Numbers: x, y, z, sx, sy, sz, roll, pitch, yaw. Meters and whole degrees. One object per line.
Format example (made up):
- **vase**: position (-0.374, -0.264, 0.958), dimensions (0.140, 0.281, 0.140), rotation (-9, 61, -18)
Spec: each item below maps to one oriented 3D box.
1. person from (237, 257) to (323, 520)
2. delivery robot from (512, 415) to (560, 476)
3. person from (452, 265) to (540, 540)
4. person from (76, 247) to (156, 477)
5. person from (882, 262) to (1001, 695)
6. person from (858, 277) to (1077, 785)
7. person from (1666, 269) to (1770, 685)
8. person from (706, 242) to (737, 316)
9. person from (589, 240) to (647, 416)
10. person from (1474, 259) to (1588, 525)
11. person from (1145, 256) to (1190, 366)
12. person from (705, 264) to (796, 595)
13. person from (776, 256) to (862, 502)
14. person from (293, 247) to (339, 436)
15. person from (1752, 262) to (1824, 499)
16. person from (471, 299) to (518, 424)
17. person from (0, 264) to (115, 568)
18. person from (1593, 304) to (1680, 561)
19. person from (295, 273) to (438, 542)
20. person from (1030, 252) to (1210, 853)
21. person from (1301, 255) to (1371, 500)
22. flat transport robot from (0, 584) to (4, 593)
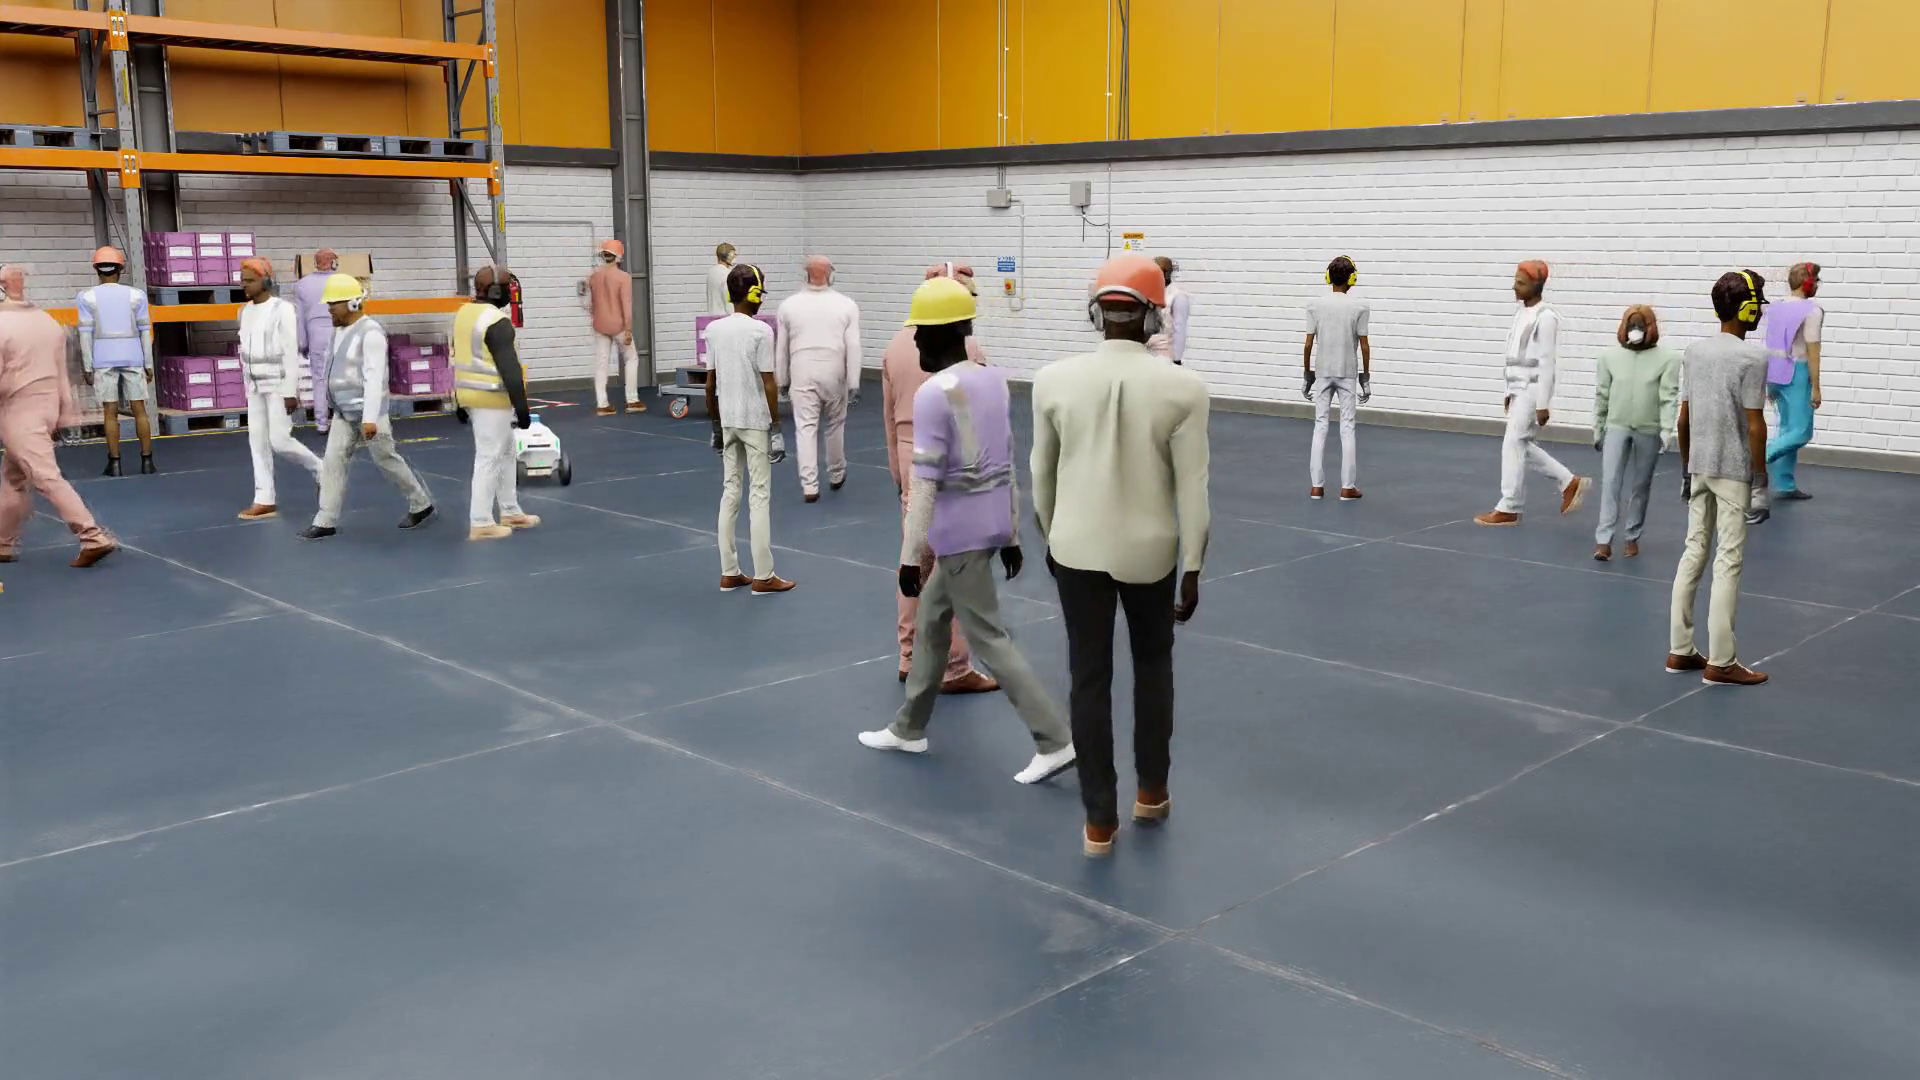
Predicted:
- **person**: position (-4.886, -1.084, 11.920), dimensions (0.600, 1.874, 0.629), rotation (7, 12, 32)
- **delivery robot**: position (-3.481, -0.780, 13.594), dimensions (0.477, 0.478, 0.707), rotation (-4, 11, -20)
- **person**: position (-3.054, -0.922, 11.176), dimensions (0.703, 1.818, 0.651), rotation (-9, 13, -39)
- **person**: position (-7.113, -1.497, 14.027), dimensions (0.547, 1.924, 0.391), rotation (-7, 12, -33)
- **person**: position (-0.059, -0.272, 7.405), dimensions (0.403, 1.903, 0.652), rotation (-8, 13, -37)
- **person**: position (0.055, -0.037, 6.215), dimensions (0.991, 1.879, 0.596), rotation (5, 11, 24)
- **person**: position (3.467, -0.279, 7.532), dimensions (0.328, 1.872, 0.512), rotation (-4, 11, -19)
- **person**: position (-2.821, -2.576, 19.876), dimensions (0.371, 1.936, 0.629), rotation (-6, 12, -30)
- **person**: position (-3.889, -2.403, 18.848), dimensions (0.641, 1.957, 0.810), rotation (5, 11, 24)
- **person**: position (4.008, -1.012, 11.551), dimensions (0.704, 1.864, 0.590), rotation (1, 10, 4)
- **person**: position (1.933, -1.790, 15.873), dimensions (0.529, 1.827, 0.636), rotation (-7, 12, -33)
- **person**: position (-1.205, -0.621, 9.416), dimensions (0.518, 1.865, 0.328), rotation (6, 12, 31)
- **person**: position (-1.083, -1.255, 12.886), dimensions (0.669, 1.850, 0.980), rotation (0, 10, 2)
- **person**: position (-6.371, -2.008, 16.867), dimensions (0.651, 1.904, 0.403), rotation (-1, 10, -5)
- **person**: position (6.251, -1.186, 12.595), dimensions (0.620, 1.829, 0.586), rotation (-1, 10, -5)
- **person**: position (-4.932, -2.003, 17.628), dimensions (0.542, 1.614, 0.663), rotation (2, 11, 10)
- **person**: position (-5.668, -0.739, 10.103), dimensions (1.035, 1.858, 0.650), rotation (1, 10, 4)
- **person**: position (4.149, -0.646, 10.263), dimensions (0.505, 1.591, 0.819), rotation (5, 12, 27)
- **person**: position (-3.989, -0.896, 11.167), dimensions (0.596, 1.779, 0.952), rotation (9, 14, 41)
- **person**: position (0.536, 0.026, 5.622), dimensions (0.611, 1.961, 0.762), rotation (2, 11, 10)
- **person**: position (2.890, -1.235, 12.764), dimensions (0.532, 1.863, 0.310), rotation (5, 11, 24)
- **flat transport robot**: position (-6.018, 0.272, 8.888), dimensions (1.431, 0.197, 0.652), rotation (0, 10, -2)
